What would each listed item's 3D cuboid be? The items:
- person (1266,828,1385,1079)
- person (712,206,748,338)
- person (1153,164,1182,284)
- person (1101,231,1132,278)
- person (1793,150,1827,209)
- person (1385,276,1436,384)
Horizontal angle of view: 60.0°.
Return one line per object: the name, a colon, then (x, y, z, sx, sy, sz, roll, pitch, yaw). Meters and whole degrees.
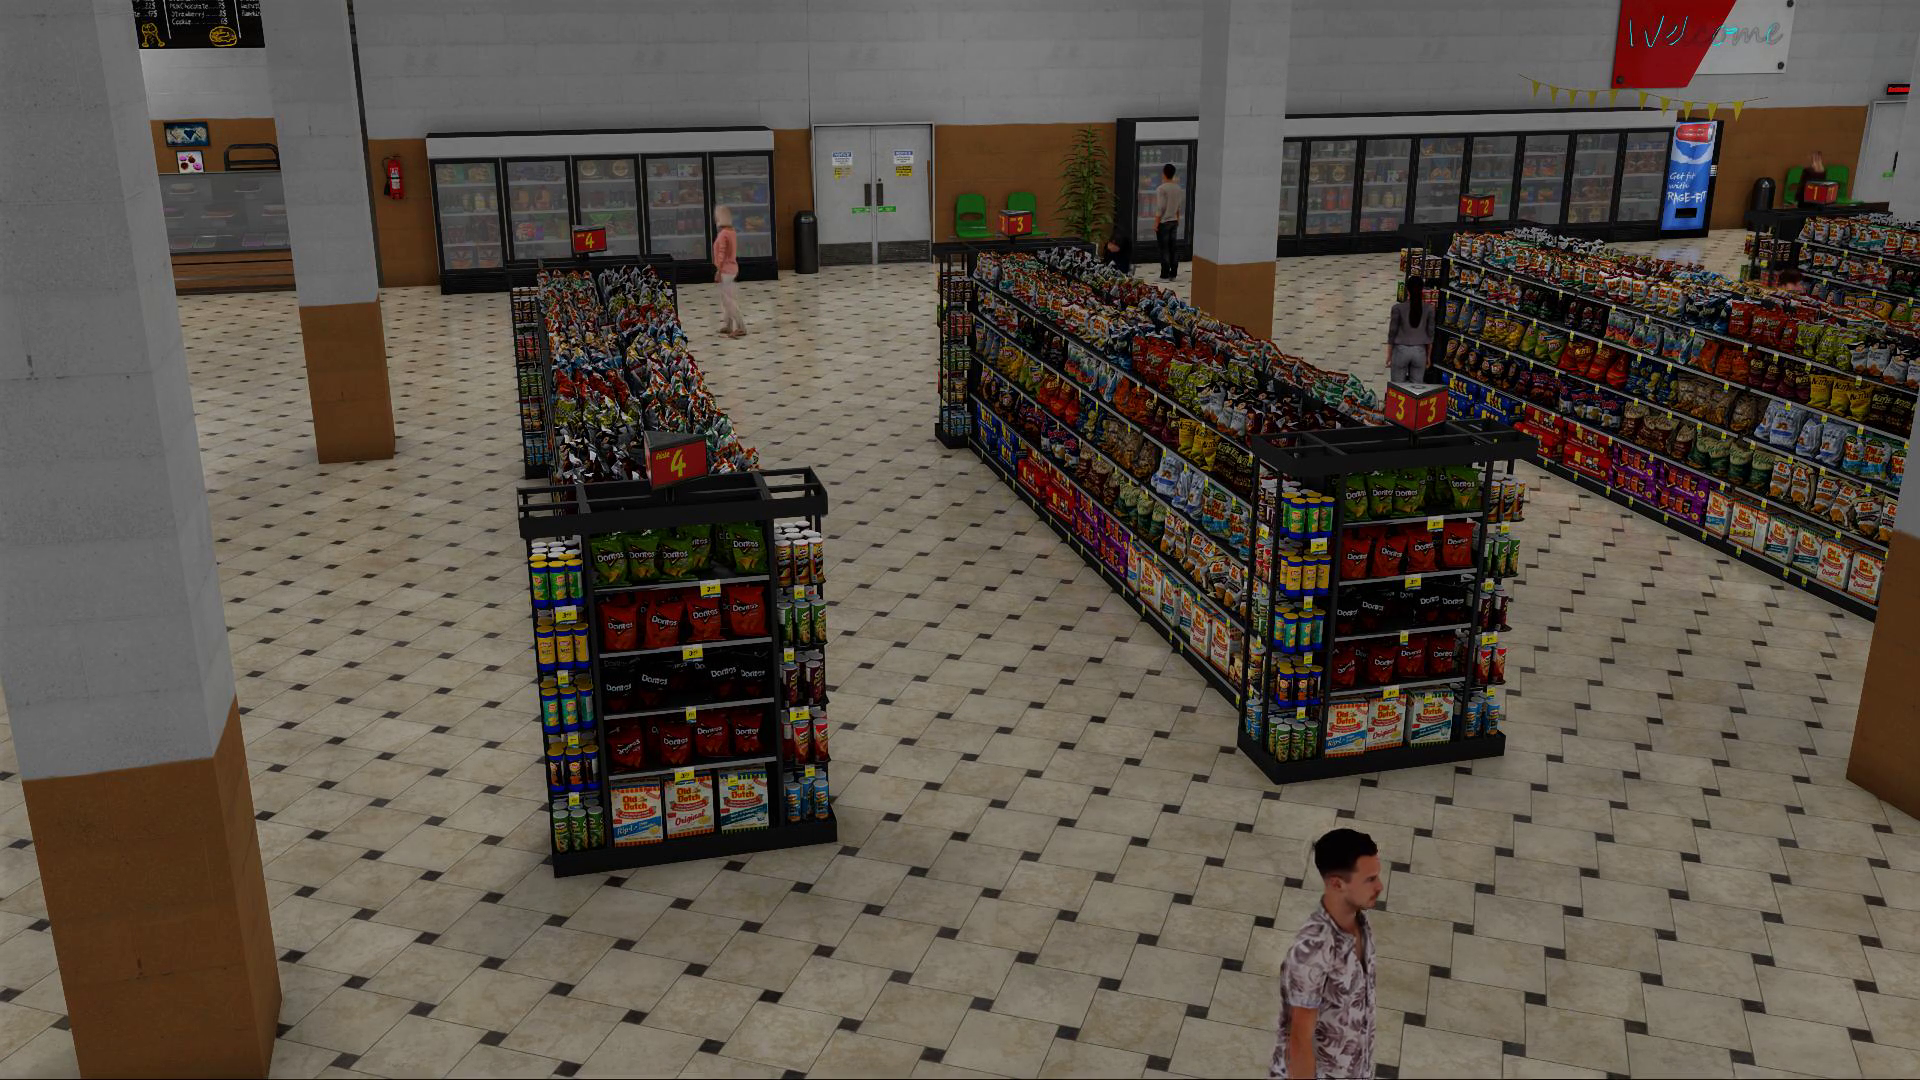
person: (1.251, 1.827, 5.812, 0.793, 1.815, 0.746, 12, 22, 33)
person: (-3.057, -3.532, 21.861, 0.810, 1.716, 0.764, 4, 19, 12)
person: (3.233, -4.924, 25.840, 0.715, 1.811, 0.669, -13, 23, -34)
person: (1.923, -3.000, 20.406, 0.870, 1.638, 0.659, 3, 19, 9)
person: (14.803, -5.903, 28.941, 0.624, 1.686, 0.927, -5, 19, -15)
person: (4.572, -1.858, 16.956, 0.689, 1.677, 0.674, 1, 19, 2)
